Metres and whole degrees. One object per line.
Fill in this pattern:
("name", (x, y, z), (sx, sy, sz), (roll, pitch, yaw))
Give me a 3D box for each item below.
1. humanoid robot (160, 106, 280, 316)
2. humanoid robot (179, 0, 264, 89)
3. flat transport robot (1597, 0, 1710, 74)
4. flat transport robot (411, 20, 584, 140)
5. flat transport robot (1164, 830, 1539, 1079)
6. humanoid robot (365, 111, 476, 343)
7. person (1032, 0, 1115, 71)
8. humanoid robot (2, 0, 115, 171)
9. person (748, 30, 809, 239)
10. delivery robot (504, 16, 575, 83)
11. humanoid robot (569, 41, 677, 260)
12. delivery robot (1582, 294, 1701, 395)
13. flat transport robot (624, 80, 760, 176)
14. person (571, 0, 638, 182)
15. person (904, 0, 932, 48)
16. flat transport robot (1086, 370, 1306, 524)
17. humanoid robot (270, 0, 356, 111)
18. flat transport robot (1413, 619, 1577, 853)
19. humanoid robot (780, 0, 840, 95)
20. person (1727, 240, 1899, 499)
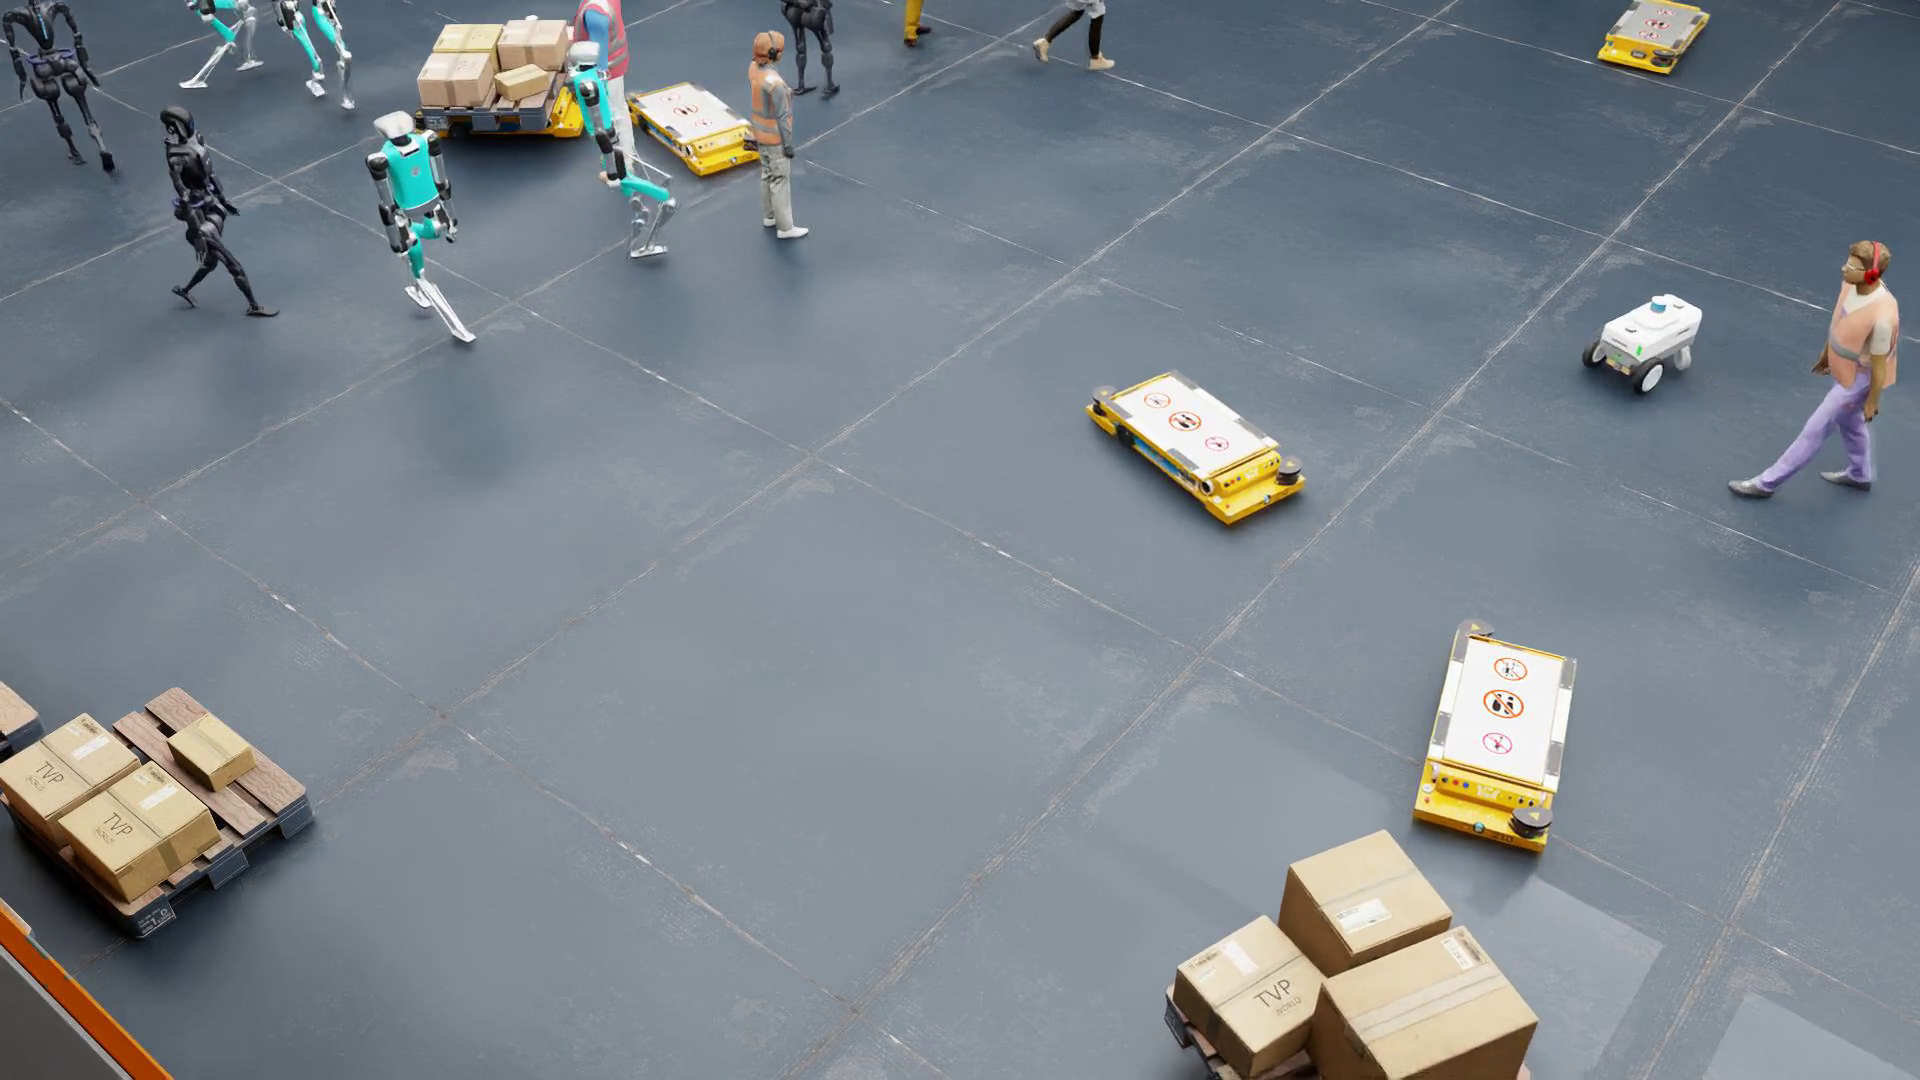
("humanoid robot", (-5.395, -2.301, 11.752), (0.793, 1.647, 0.610), (0, 40, 0))
("humanoid robot", (-6.552, -4.786, 14.584), (1.012, 1.739, 0.566), (-26, 47, -28))
("flat transport robot", (6.583, -4.803, 15.728), (0.659, 0.231, 1.431), (23, 45, 25))
("flat transport robot", (-3.983, -3.729, 14.465), (1.431, 0.231, 0.659), (0, 40, 0))
("flat transport robot", (1.653, 2.358, 7.304), (0.659, 0.231, 1.431), (-16, 43, -18))
("humanoid robot", (-3.866, -2.225, 11.599), (1.042, 1.761, 0.554), (32, 50, 32))
("person", (1.062, -4.977, 14.844), (0.699, 1.672, 0.541), (-11, 42, -12))
("humanoid robot", (-7.301, -3.756, 13.425), (0.602, 1.638, 0.635), (-28, 48, -29))
("person", (-1.410, -3.074, 12.640), (0.333, 1.631, 0.514), (-19, 44, -21))
("delivery robot", (-3.854, -4.460, 15.093), (0.768, 0.581, 0.499), (0, 40, 0))
("humanoid robot", (-2.411, -2.812, 12.276), (0.802, 1.801, 0.544), (-10, 41, -12))
("delivery robot", (4.740, -1.390, 11.500), (0.776, 0.604, 0.499), (-25, 46, -26))
("flat transport robot", (-2.293, -3.557, 14.262), (0.659, 0.231, 1.431), (-25, 46, -26))
("person", (-2.860, -3.772, 13.313), (0.431, 1.838, 0.628), (-3, 40, -3))
("person", (-0.360, -5.469, 15.388), (0.352, 1.731, 0.644), (2, 40, 2))
("flat transport robot", (1.519, -0.650, 10.842), (0.659, 0.231, 1.431), (-24, 46, -26))
("humanoid robot", (-5.513, -4.432, 14.198), (0.532, 1.762, 1.034), (-25, 46, -27))
("flat transport robot", (2.881, 1.010, 8.890), (0.659, 0.231, 1.431), (14, 42, 16))
("humanoid robot", (-1.340, -4.705, 14.527), (0.610, 1.651, 0.405), (25, 46, 27))
("person", (5.376, -1.007, 10.099), (0.924, 1.779, 0.591), (5, 41, 6))
